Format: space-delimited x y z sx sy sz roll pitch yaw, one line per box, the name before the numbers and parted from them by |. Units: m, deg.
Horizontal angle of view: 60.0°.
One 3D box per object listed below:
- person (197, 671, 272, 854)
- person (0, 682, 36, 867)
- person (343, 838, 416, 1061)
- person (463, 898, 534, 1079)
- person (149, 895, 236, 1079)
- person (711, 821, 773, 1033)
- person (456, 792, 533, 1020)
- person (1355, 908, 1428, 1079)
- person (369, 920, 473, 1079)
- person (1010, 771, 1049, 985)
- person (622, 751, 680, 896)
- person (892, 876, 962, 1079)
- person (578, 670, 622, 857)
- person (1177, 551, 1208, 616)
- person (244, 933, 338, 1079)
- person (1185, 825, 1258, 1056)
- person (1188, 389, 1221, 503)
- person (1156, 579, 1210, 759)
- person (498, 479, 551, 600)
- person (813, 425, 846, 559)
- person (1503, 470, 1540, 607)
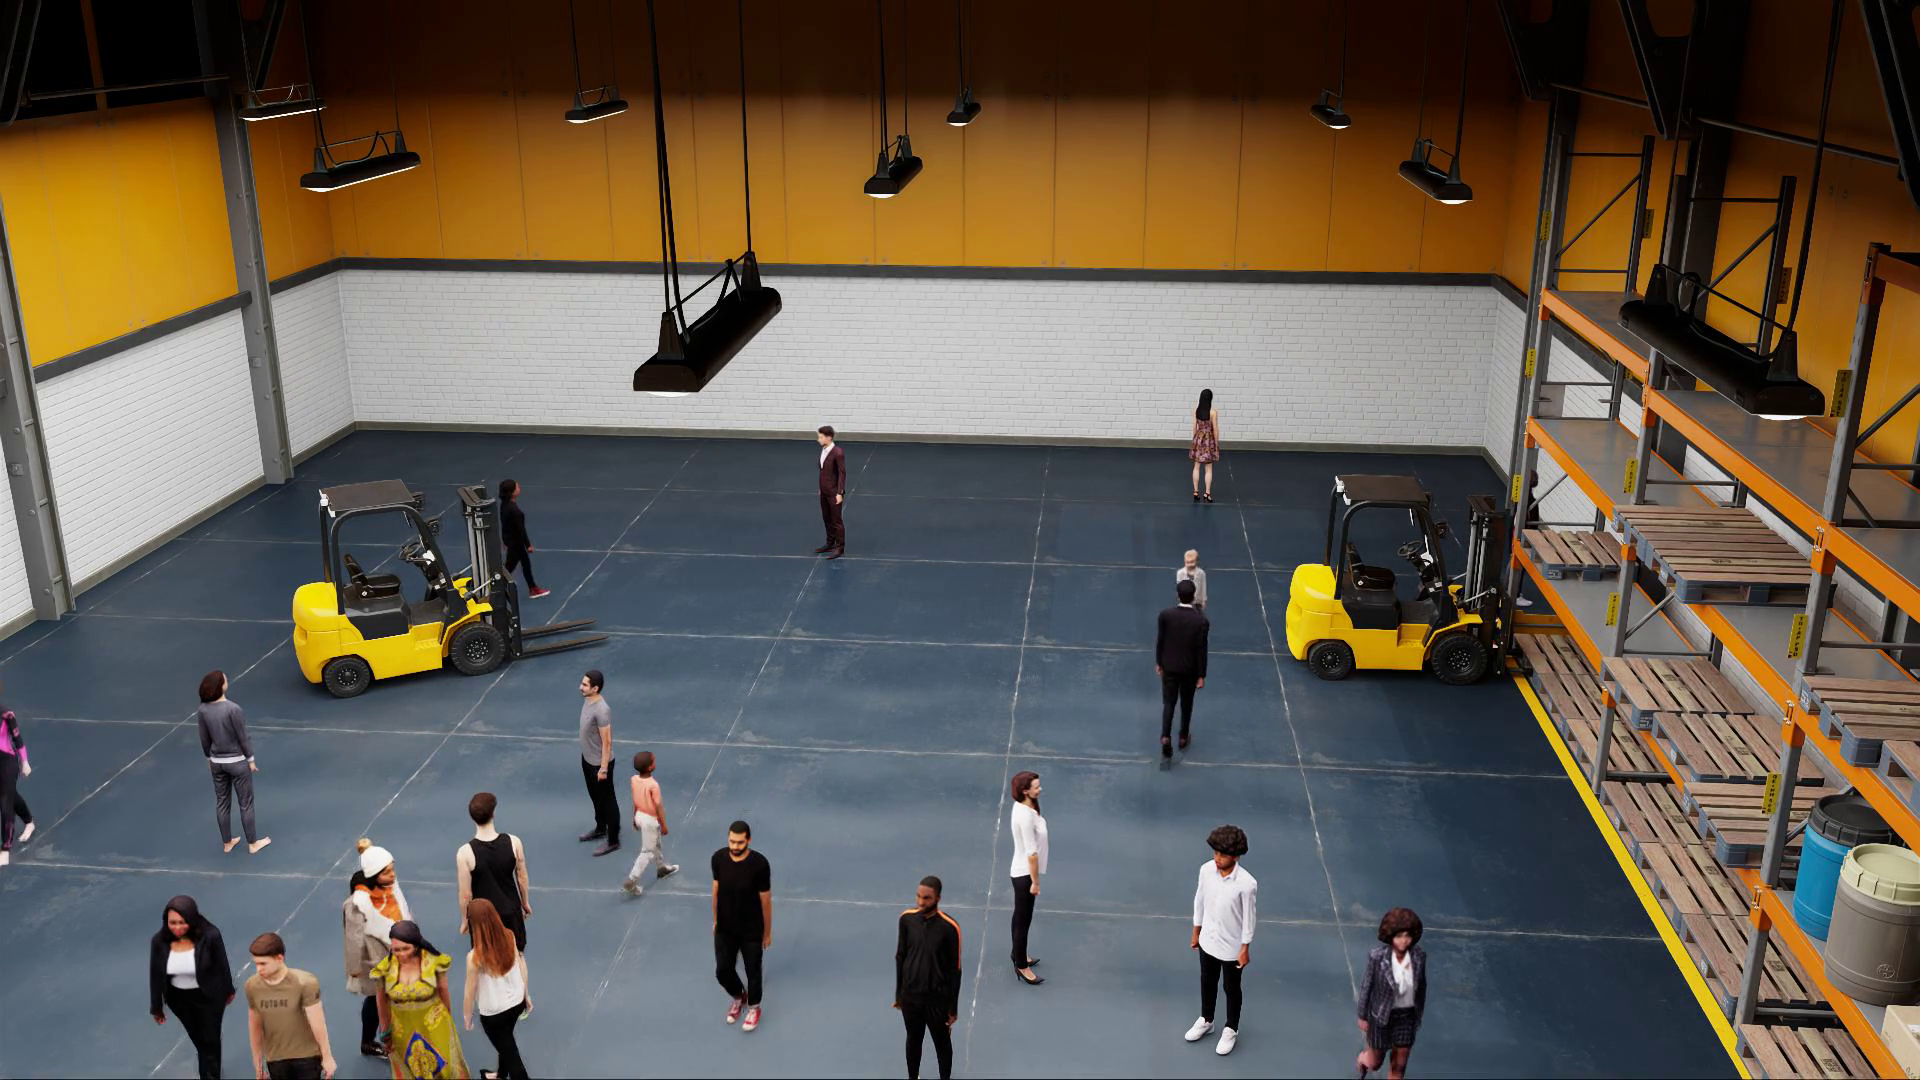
person | -6.642 2.011 15.122 0.613 1.767 0.518 2 19 7
person | -8.685 2.038 15.144 0.602 1.702 1.104 1 19 2
person | -4.302 2.998 12.042 0.769 1.863 0.908 2 19 6
person | -3.103 3.274 11.490 0.914 1.691 0.947 12 22 32
person | -5.432 3.208 11.864 0.853 1.577 1.094 -4 19 -11
person | -1.629 2.871 12.603 0.676 1.744 0.648 4 19 12
person | -3.518 2.799 12.590 0.771 1.891 0.780 -11 21 -28
person | 2.967 3.271 11.506 0.706 1.688 0.873 -2 19 -5
person | -3.737 3.308 11.468 0.916 1.642 0.901 -6 19 -16
person | 0.513 2.652 13.175 0.688 1.795 0.492 -1 19 -2
person | -2.758 2.468 14.498 0.808 1.300 0.937 16 24 39
person | -0.221 3.161 11.644 0.682 1.808 0.627 7 20 20
person | -3.302 1.994 15.191 0.762 1.755 0.678 -11 22 -30
person | 2.773 0.705 19.813 0.636 1.248 0.884 6 19 17
person | -4.360 3.363 10.998 0.679 1.837 0.598 1 19 3
person | 1.952 2.934 12.315 0.717 1.809 0.733 14 23 36
person | 3.735 -1.440 25.358 0.785 1.775 0.818 11 22 30
person | 2.221 1.335 16.991 0.836 1.856 1.120 6 19 16
person | -5.726 0.071 21.088 1.077 1.637 1.103 -11 22 -30
person | -1.779 -0.691 22.996 0.830 1.863 0.753 -13 23 -34
person | 7.167 -0.050 21.248 0.732 1.763 0.537 -1 19 -3
